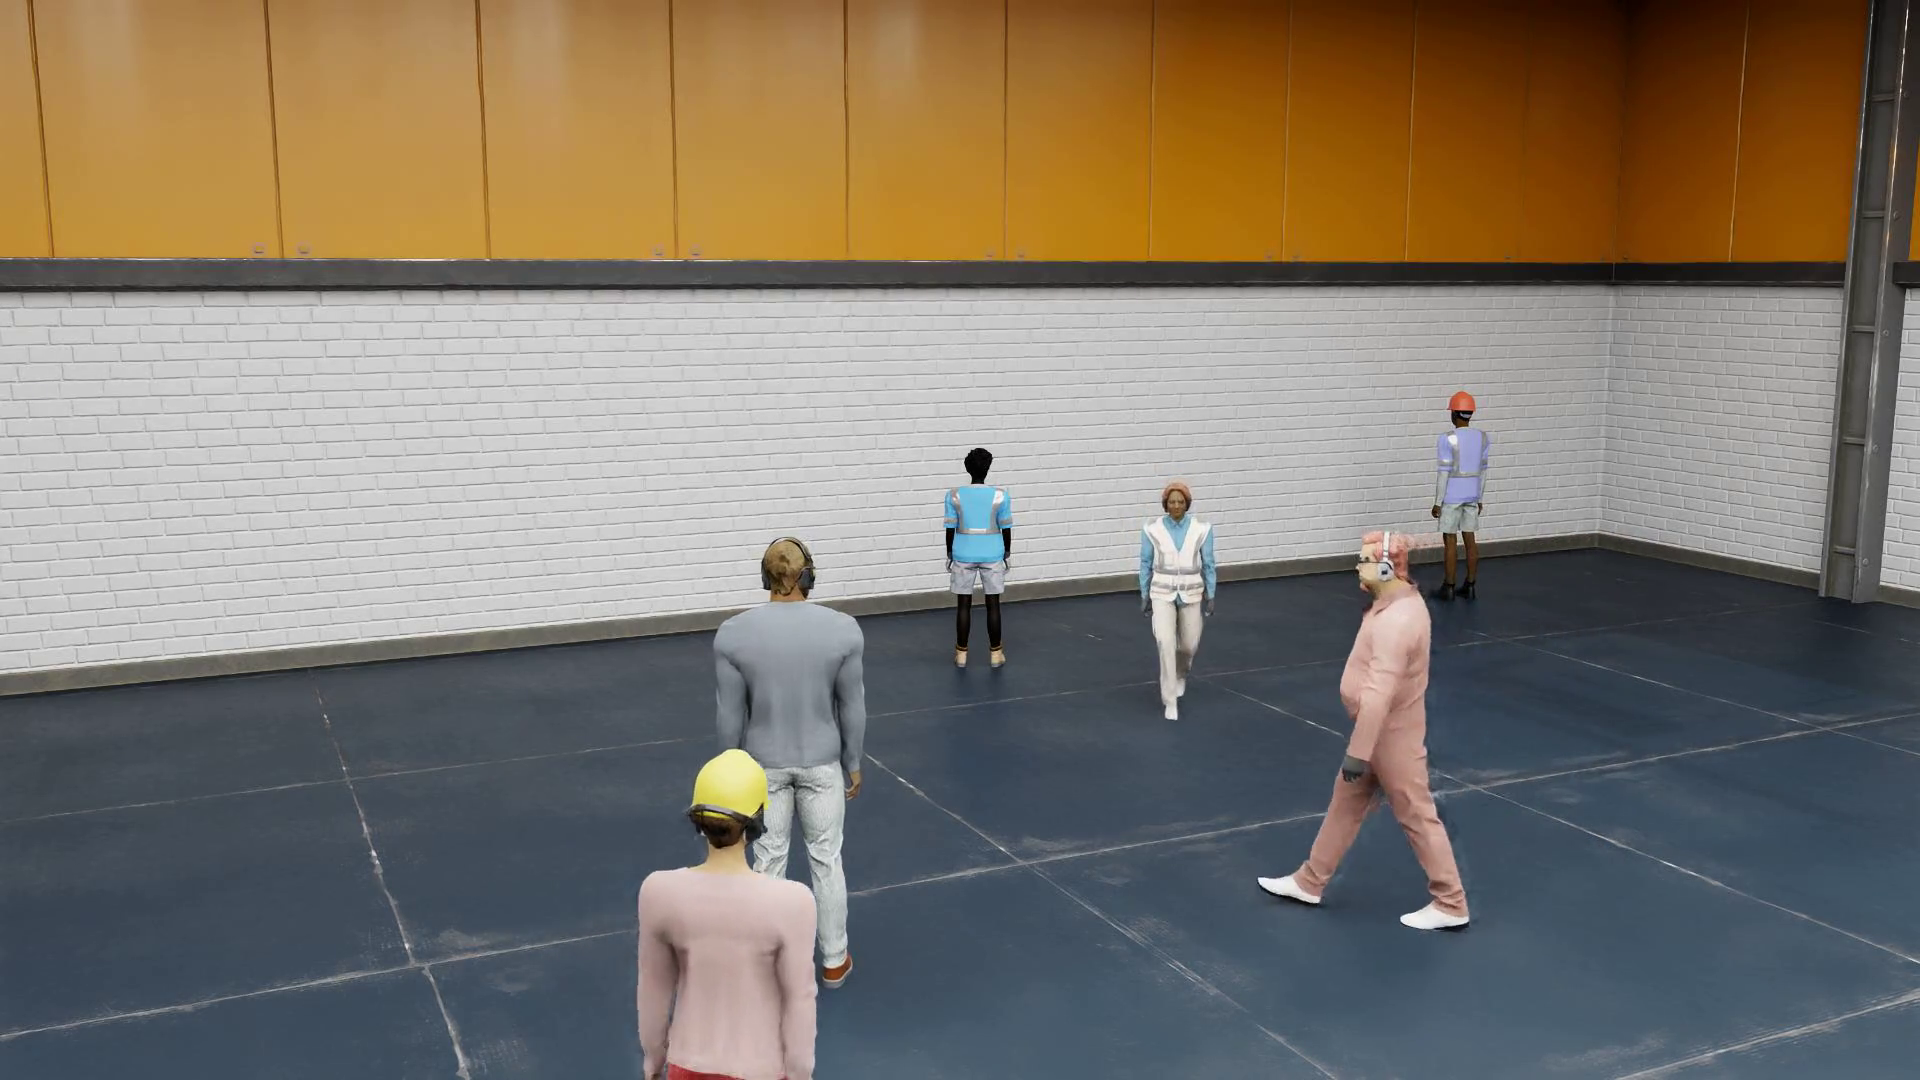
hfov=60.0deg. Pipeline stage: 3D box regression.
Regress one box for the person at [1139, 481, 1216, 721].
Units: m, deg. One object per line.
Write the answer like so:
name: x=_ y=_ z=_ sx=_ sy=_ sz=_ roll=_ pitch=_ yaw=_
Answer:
person: x=1.492 y=0.385 z=11.488 sx=0.524 sy=1.613 sz=0.700 roll=0 pitch=9 yaw=1

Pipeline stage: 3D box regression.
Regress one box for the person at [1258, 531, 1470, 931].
person: x=1.926 y=0.878 z=7.691 sx=0.989 sy=1.851 sz=0.669 roll=2 pitch=9 yaw=15

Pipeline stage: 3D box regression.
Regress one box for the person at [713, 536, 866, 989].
person: x=-0.709 y=0.949 z=7.007 sx=0.629 sy=1.937 sz=0.379 roll=-1 pitch=9 yaw=-5

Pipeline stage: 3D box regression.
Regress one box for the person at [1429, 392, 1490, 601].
person: x=4.601 y=-0.400 z=15.372 sx=0.549 sy=1.937 sz=0.358 roll=-4 pitch=10 yaw=-22

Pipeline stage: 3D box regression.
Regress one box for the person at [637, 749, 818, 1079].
person: x=-0.656 y=1.443 z=4.560 sx=0.527 sy=1.740 sz=0.811 roll=2 pitch=9 yaw=11

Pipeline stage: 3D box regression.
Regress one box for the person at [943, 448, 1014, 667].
person: x=0.141 y=0.138 z=12.774 sx=0.541 sy=1.696 sz=0.315 roll=0 pitch=9 yaw=3
